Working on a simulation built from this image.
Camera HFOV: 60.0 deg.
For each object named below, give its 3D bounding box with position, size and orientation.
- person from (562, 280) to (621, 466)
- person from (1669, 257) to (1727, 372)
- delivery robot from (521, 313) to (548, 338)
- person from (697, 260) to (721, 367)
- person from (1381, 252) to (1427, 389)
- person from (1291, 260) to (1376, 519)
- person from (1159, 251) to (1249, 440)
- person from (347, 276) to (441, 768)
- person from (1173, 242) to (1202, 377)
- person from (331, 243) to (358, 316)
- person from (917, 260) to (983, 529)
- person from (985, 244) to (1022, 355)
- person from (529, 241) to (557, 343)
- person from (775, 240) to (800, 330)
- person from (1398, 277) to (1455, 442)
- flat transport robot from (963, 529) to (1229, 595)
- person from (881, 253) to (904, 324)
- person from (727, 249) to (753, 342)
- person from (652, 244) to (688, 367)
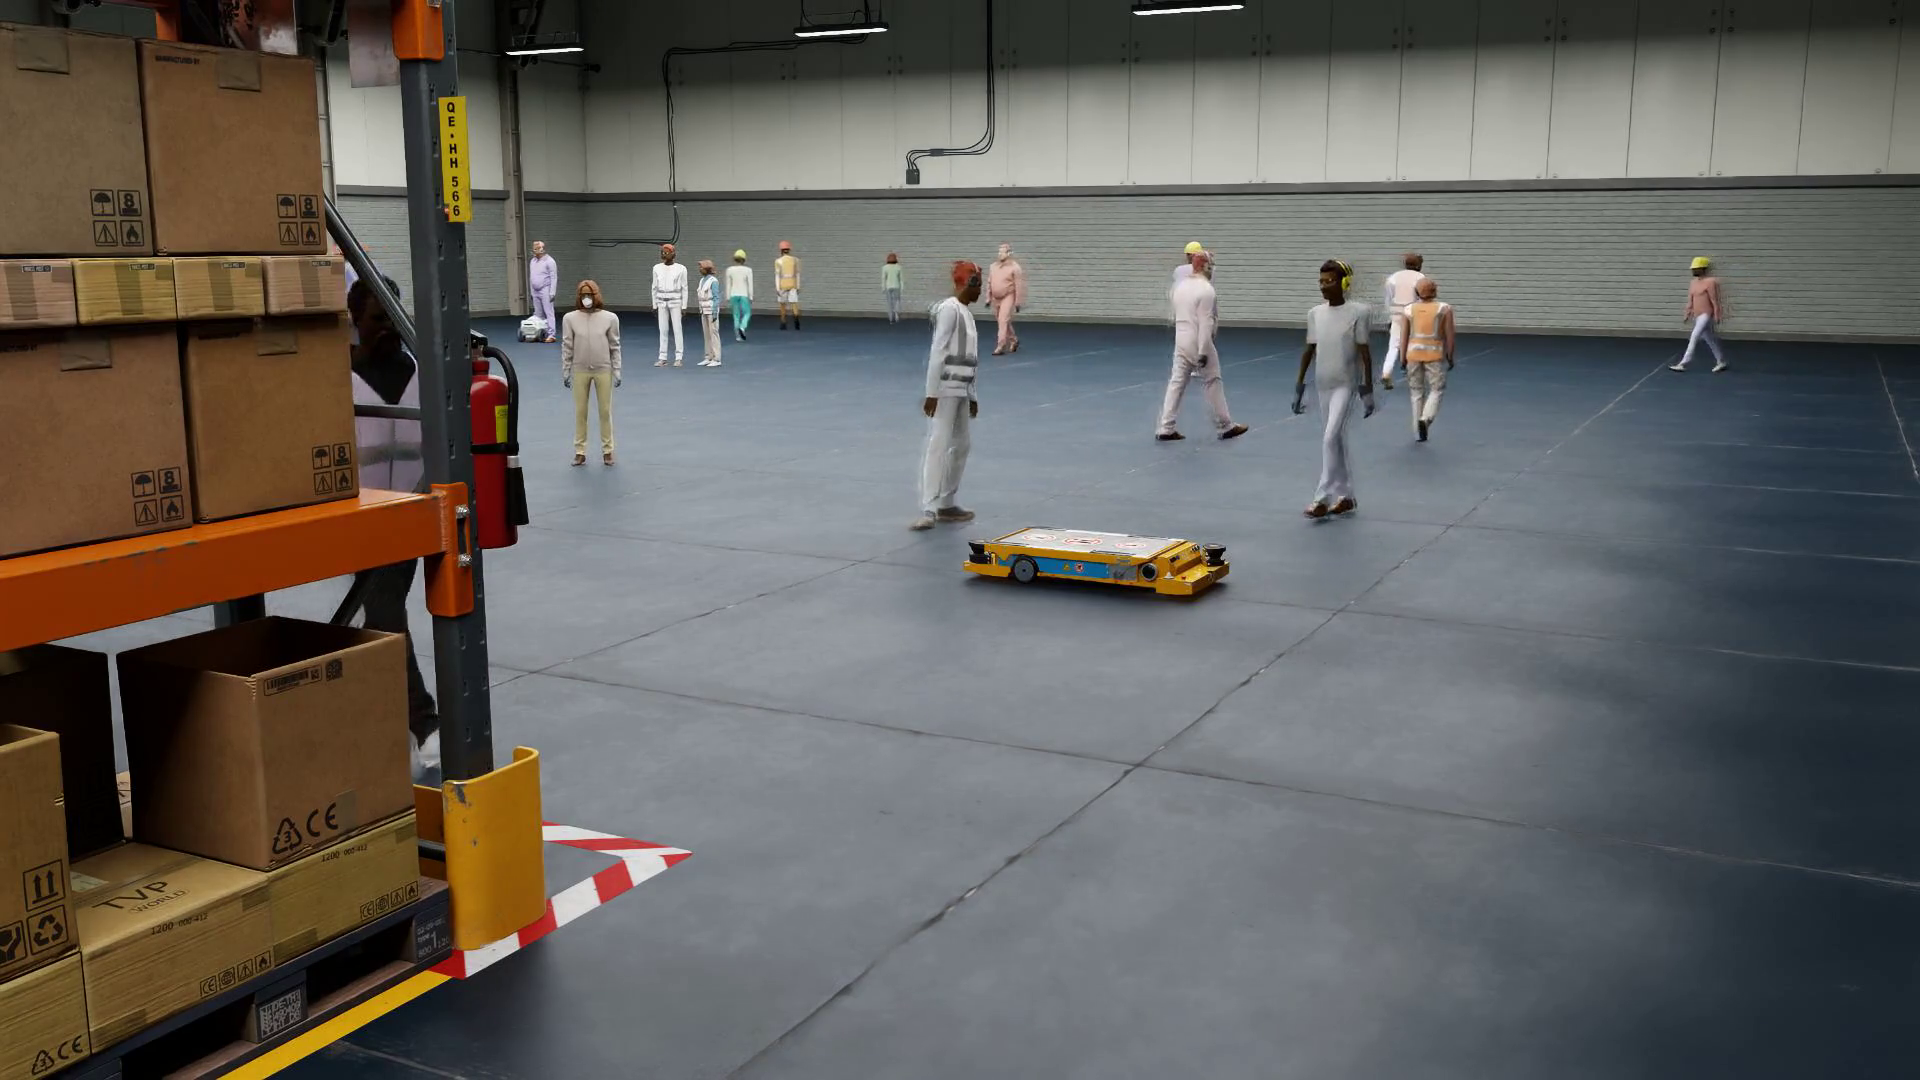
[{"bbox_3d":[-3.236,-1.464,14.635,0.507,1.632,0.268,-1,10,-8],"label":"person"},{"bbox_3d":[11.026,-3.333,24.656,0.994,1.707,0.538,-2,11,-9],"label":"person"},{"bbox_3d":[-8.046,-4.077,31.572,0.477,0.478,0.707,2,11,10],"label":"delivery robot"},{"bbox_3d":[-3.881,-3.498,25.721,0.311,1.636,0.521,-7,13,-34],"label":"person"},{"bbox_3d":[5.876,-2.882,21.911,0.628,1.812,0.890,8,13,37],"label":"person"},{"bbox_3d":[2.598,-1.057,11.847,0.843,1.834,0.575,-9,14,-41],"label":"person"},{"bbox_3d":[2.410,-1.907,16.436,0.982,1.863,0.664,-5,12,-26],"label":"person"},{"bbox_3d":[-2.160,-0.073,6.402,0.982,1.864,0.621,8,13,39],"label":"person"},{"bbox_3d":[3.317,-3.308,23.892,0.383,1.928,0.588,-9,14,-40],"label":"person"},{"bbox_3d":[-10.948,-4.326,29.567,1.035,1.871,0.544,-8,13,-36],"label":"person"},{"bbox_3d":[-0.080,-1.008,11.593,0.373,1.854,0.750,3,11,18],"label":"person"},{"bbox_3d":[0.789,-4.108,28.405,0.630,1.879,0.910,9,14,40],"label":"person"},{"bbox_3d":[-7.882,-4.663,31.349,0.642,1.905,0.399,7,13,34],"label":"person"},{"bbox_3d":[-3.645,-5.389,35.286,0.558,1.915,0.746,-4,11,-19],"label":"person"},{"bbox_3d":[4.509,-1.745,16.196,0.527,1.618,0.495,6,12,31],"label":"person"},{"bbox_3d":[0.801,0.105,9.798,1.431,0.197,0.652,5,12,27],"label":"flat transport robot"},{"bbox_3d":[-1.551,-5.773,38.141,0.517,1.621,0.361,-1,10,-6],"label":"person"},{"bbox_3d":[-4.184,-4.629,31.588,0.527,1.756,0.448,2,11,9],"label":"person"},{"bbox_3d":[-4.479,-3.607,25.643,0.573,1.883,0.353,2,11,12],"label":"person"}]
